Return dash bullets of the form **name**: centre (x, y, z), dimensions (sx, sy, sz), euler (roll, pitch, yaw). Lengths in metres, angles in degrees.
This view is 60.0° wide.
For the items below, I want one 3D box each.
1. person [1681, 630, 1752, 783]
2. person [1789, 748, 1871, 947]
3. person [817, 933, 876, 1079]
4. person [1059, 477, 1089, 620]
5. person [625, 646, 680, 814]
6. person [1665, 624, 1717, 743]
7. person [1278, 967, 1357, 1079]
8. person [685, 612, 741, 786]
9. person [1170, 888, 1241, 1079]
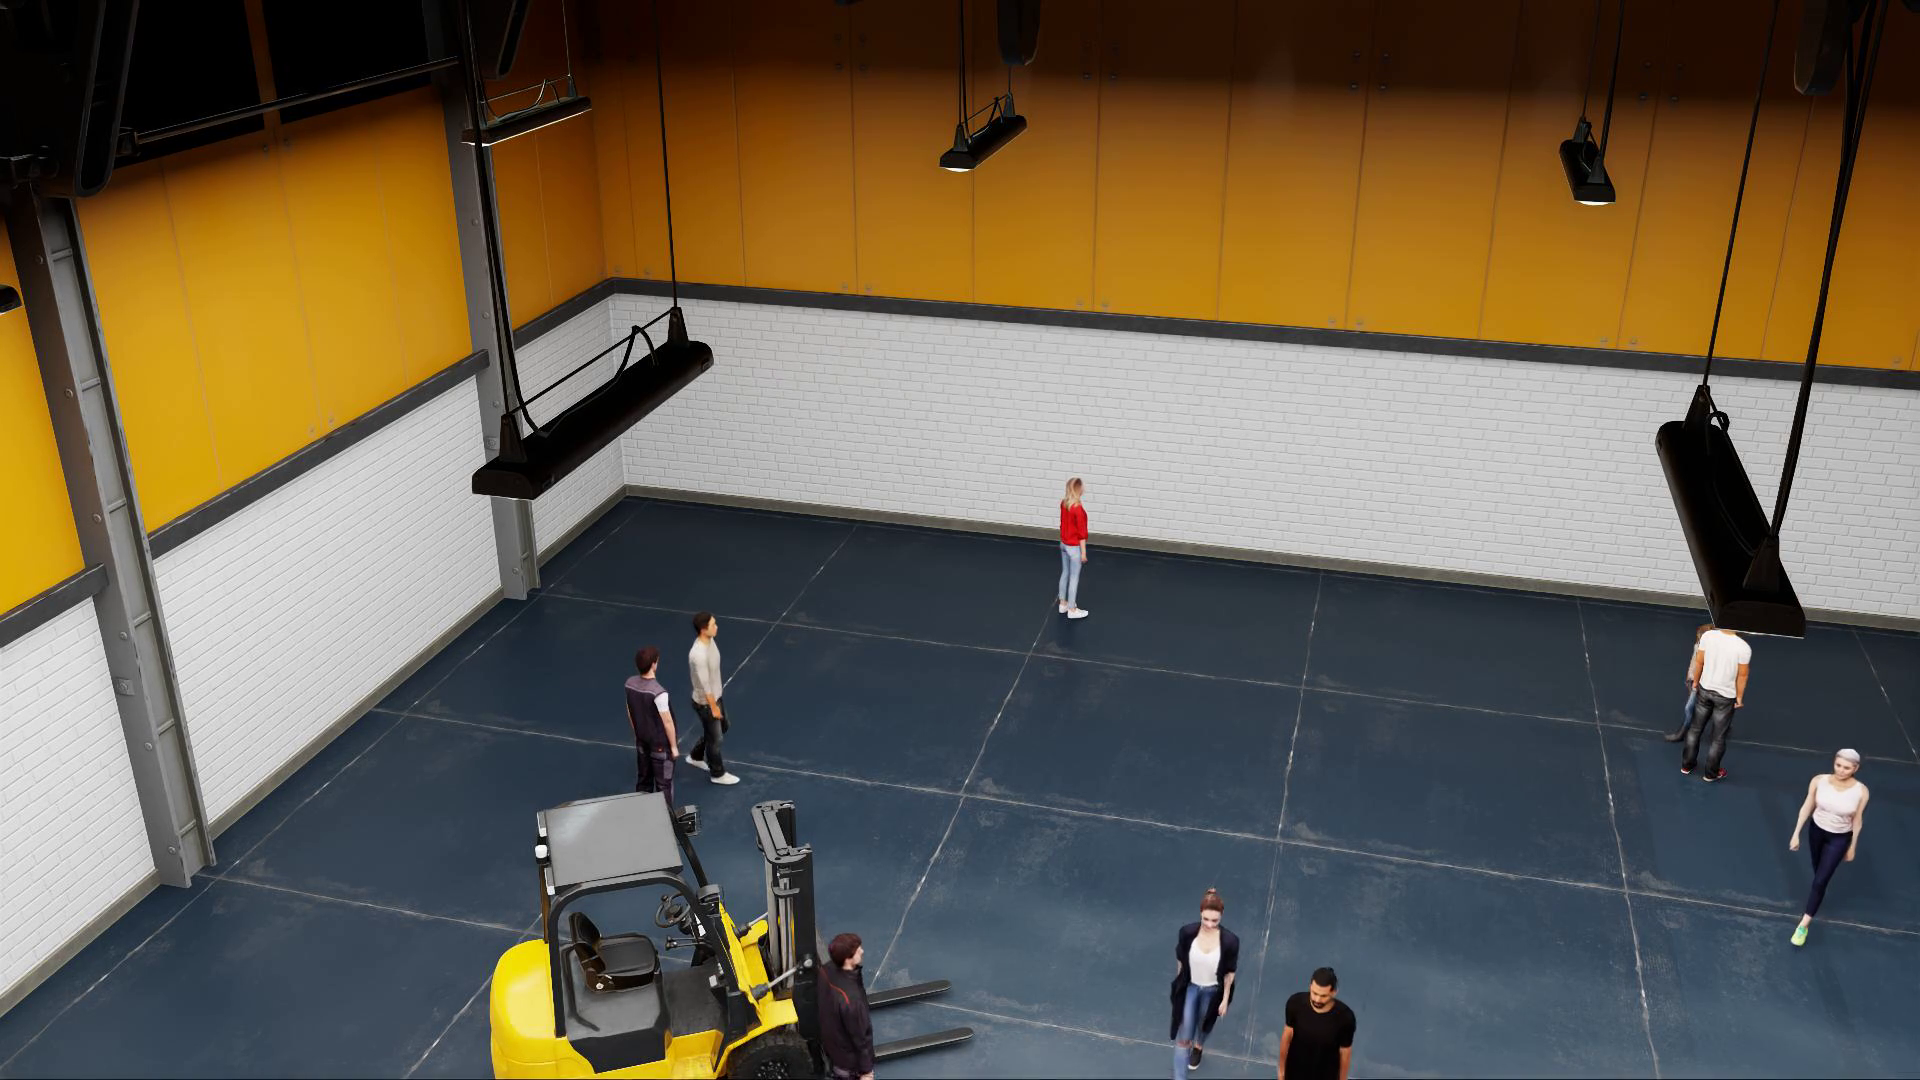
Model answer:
- **person**: centre (7.225, 1.443, 15.885), dimensions (0.727, 1.803, 0.718), euler (-20, 31, -39)
- **person**: centre (7.205, 2.445, 13.778), dimensions (0.975, 1.655, 1.285), euler (18, 30, 36)
- **person**: centre (-0.841, 3.474, 11.229), dimensions (1.224, 1.811, 1.187), euler (-11, 26, -24)
- **person**: centre (1.290, 0.078, 19.129), dimensions (0.735, 1.705, 0.670), euler (-12, 27, -26)
- **person**: centre (-2.767, 1.804, 15.002), dimensions (0.718, 1.848, 0.676), euler (15, 28, 30)
- **person**: centre (7.422, 1.434, 16.536), dimensions (0.740, 1.297, 0.859), euler (-3, 24, -6)
- **person**: centre (2.390, 3.540, 11.162), dimensions (0.686, 1.744, 0.831), euler (10, 26, 22)
- **person**: centre (-2.450, 1.501, 15.753), dimensions (0.831, 1.802, 0.783), euler (1, 24, 3)
- **person**: centre (1.784, 3.203, 12.052), dimensions (0.624, 1.649, 1.026), euler (7, 25, 17)
